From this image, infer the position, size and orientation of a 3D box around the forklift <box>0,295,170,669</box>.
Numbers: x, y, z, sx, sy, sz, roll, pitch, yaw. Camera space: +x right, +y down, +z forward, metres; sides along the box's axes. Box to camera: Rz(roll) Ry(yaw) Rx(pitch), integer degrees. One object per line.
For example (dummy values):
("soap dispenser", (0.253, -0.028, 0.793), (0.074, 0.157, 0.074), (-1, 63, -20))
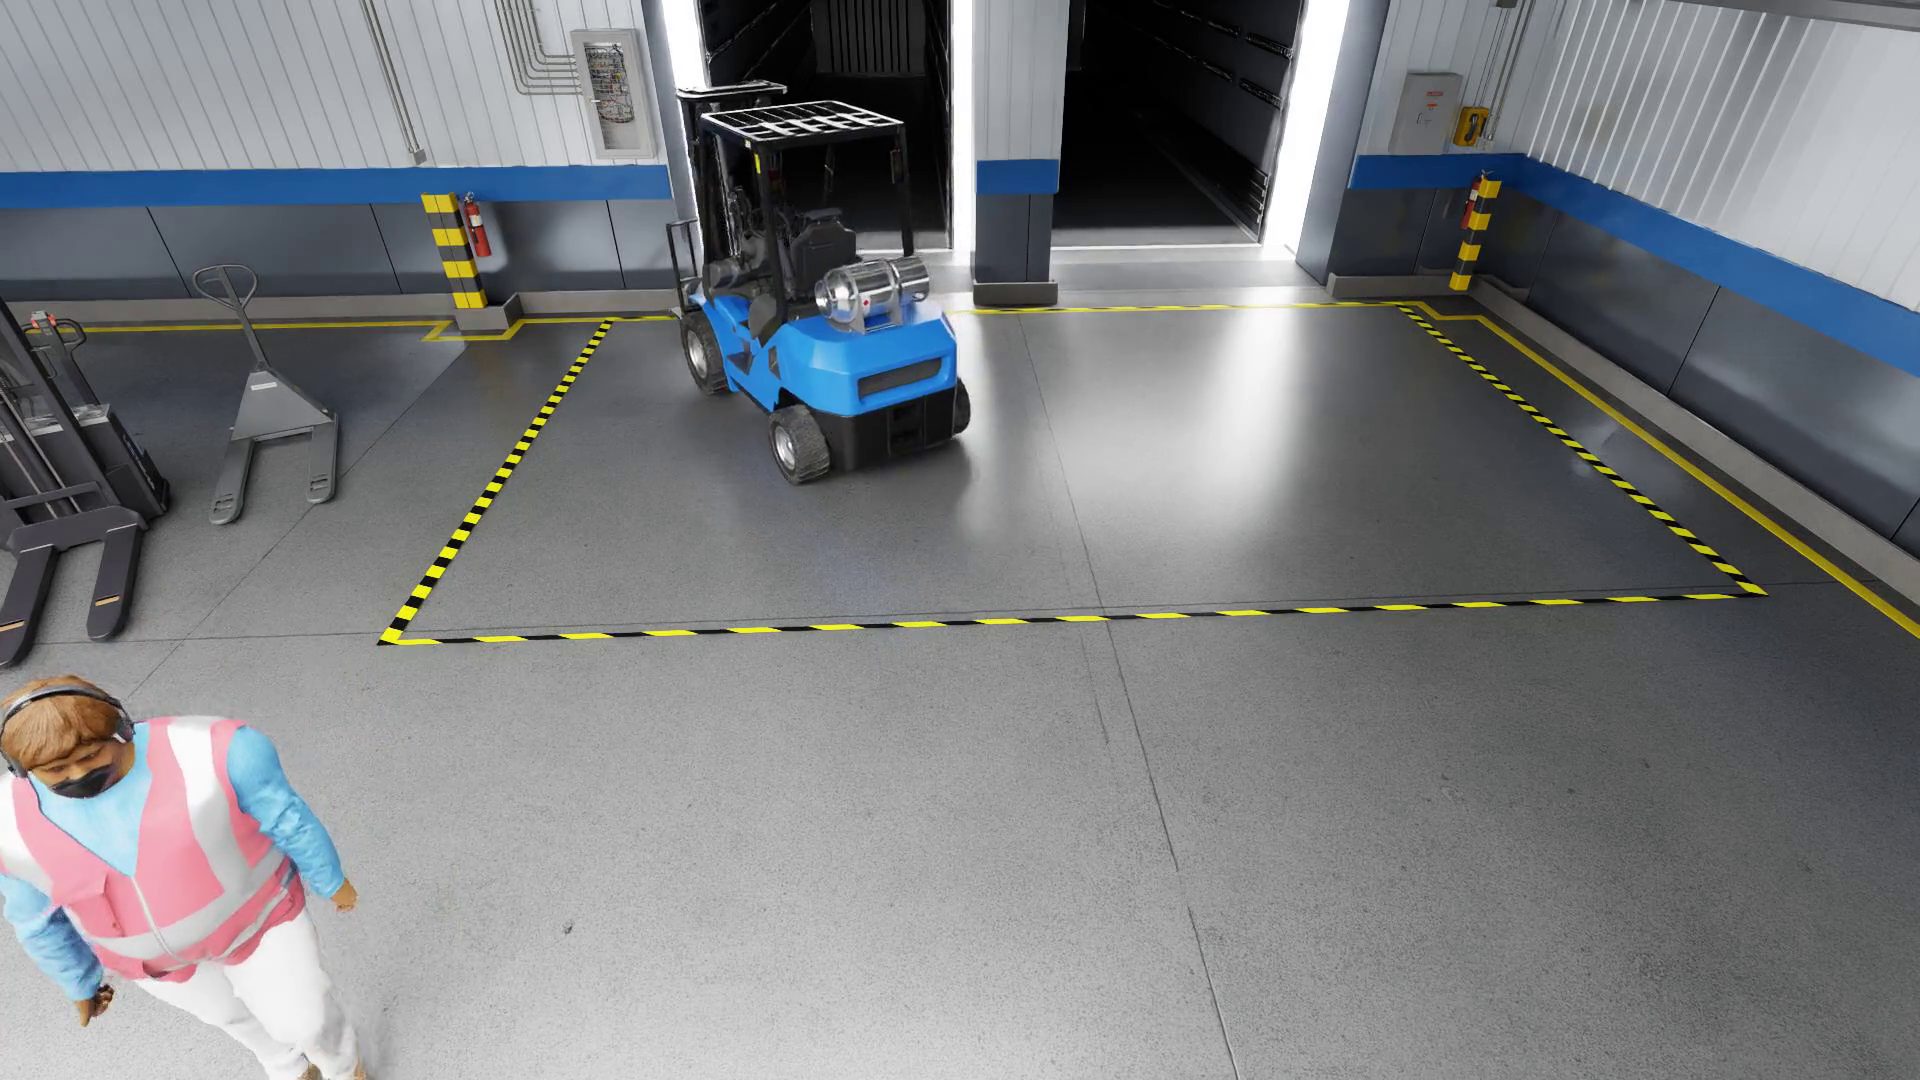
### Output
("forklift", (-5.212, -0.618, 4.878), (0.823, 1.965, 1.885), (-20, 39, -26))

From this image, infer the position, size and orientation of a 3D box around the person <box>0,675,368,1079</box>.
("person", (-2.104, 1.086, 2.571), (0.675, 1.831, 0.438), (-15, 38, -21))

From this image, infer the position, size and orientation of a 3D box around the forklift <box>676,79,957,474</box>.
("forklift", (-1.097, -1.969, 6.505), (1.157, 2.036, 2.680), (-21, 40, -27))

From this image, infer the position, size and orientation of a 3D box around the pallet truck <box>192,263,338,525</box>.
("pallet truck", (-4.778, -1.027, 6.128), (0.680, 1.201, 1.601), (-17, 38, -23))
